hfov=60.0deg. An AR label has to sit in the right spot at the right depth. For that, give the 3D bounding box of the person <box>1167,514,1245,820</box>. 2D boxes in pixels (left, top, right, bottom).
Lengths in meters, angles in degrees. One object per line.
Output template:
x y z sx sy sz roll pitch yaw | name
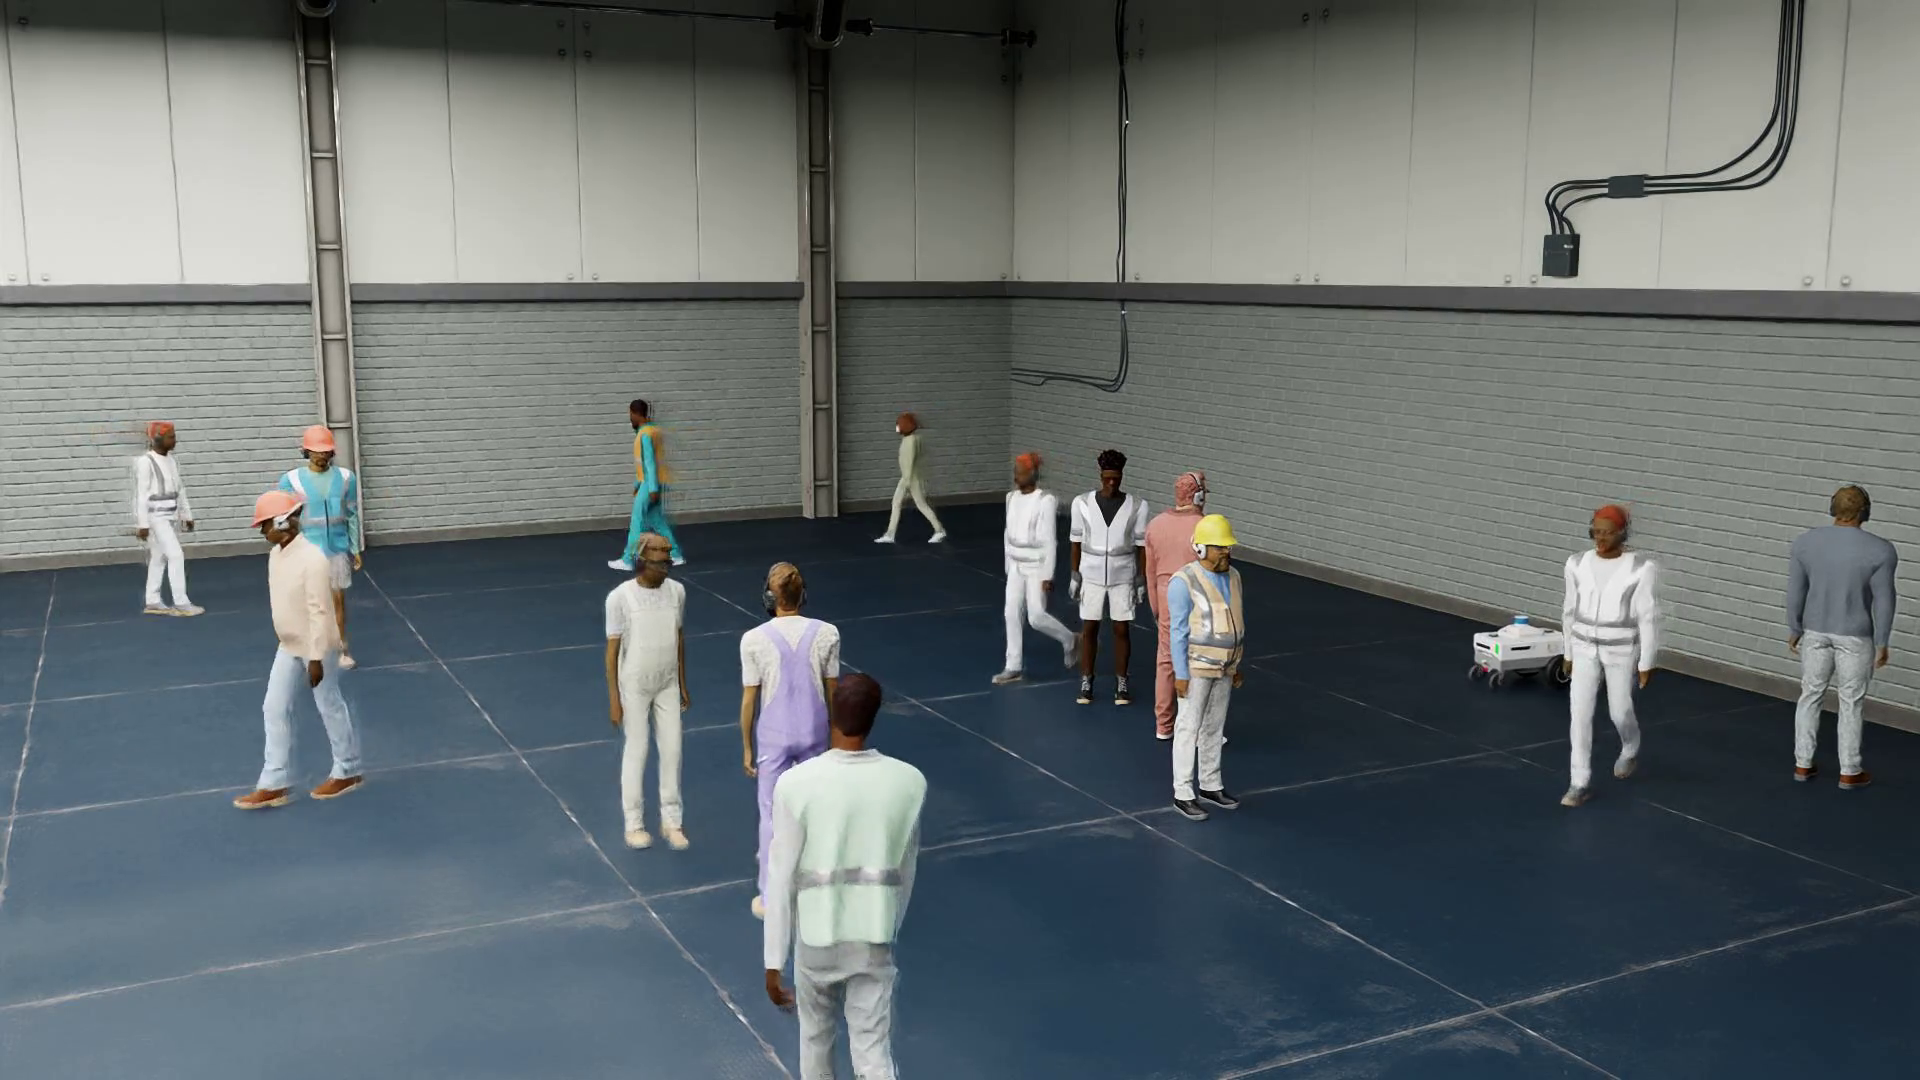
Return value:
1.505 0.751 10.033 0.586 1.835 0.403 -8 12 -41 | person

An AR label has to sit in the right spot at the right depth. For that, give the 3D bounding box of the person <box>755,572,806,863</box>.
-0.916 0.982 9.023 0.321 1.699 0.536 -5 11 -30 | person

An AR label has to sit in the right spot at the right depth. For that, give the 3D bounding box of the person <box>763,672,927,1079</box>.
-0.406 1.414 5.915 0.617 1.867 0.891 -3 10 -17 | person

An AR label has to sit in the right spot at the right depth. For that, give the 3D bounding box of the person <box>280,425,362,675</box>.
-5.186 0.076 13.562 0.614 2.038 0.396 -7 12 -37 | person

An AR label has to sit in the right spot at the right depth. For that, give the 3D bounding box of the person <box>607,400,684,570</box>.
-3.456 -0.604 18.321 0.828 1.865 0.671 -1 9 -8 | person

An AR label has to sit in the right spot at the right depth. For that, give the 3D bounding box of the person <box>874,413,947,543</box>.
-0.567 -0.740 19.992 0.857 1.588 0.505 -2 9 -14 | person

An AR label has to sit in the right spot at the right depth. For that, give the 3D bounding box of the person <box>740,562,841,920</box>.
-0.844 1.023 8.375 0.503 1.837 0.348 -2 10 -14 | person

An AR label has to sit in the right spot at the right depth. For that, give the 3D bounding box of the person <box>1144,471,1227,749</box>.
1.586 0.479 11.488 0.405 1.911 0.636 -9 13 -43 | person

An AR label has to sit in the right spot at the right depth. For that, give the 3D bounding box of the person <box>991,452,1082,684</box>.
0.614 0.219 13.252 0.709 1.861 0.597 -7 12 -38 | person

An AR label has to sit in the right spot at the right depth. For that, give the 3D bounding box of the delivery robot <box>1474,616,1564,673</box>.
4.421 0.841 13.124 0.707 0.478 0.477 -3 10 -18 | delivery robot

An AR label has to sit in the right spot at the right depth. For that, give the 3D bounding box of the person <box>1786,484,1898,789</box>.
5.594 0.611 10.594 0.368 1.937 0.639 -9 13 -43 | person

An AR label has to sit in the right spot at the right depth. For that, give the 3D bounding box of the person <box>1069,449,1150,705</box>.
1.127 0.279 12.580 0.608 1.955 0.382 1 9 9 | person

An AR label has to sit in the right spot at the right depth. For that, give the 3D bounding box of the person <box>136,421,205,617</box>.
-7.479 -0.196 15.803 0.789 1.849 0.604 0 9 1 | person

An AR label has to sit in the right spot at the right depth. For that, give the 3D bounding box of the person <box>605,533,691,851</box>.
-1.730 0.862 9.427 0.543 1.827 0.461 -8 12 -39 | person

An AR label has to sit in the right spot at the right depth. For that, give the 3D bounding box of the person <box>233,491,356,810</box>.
-4.086 0.685 10.106 0.652 1.935 0.881 7 11 36 | person

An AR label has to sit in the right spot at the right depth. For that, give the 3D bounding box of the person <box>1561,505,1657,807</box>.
4.046 0.692 10.345 0.584 1.859 0.822 8 12 40 | person
